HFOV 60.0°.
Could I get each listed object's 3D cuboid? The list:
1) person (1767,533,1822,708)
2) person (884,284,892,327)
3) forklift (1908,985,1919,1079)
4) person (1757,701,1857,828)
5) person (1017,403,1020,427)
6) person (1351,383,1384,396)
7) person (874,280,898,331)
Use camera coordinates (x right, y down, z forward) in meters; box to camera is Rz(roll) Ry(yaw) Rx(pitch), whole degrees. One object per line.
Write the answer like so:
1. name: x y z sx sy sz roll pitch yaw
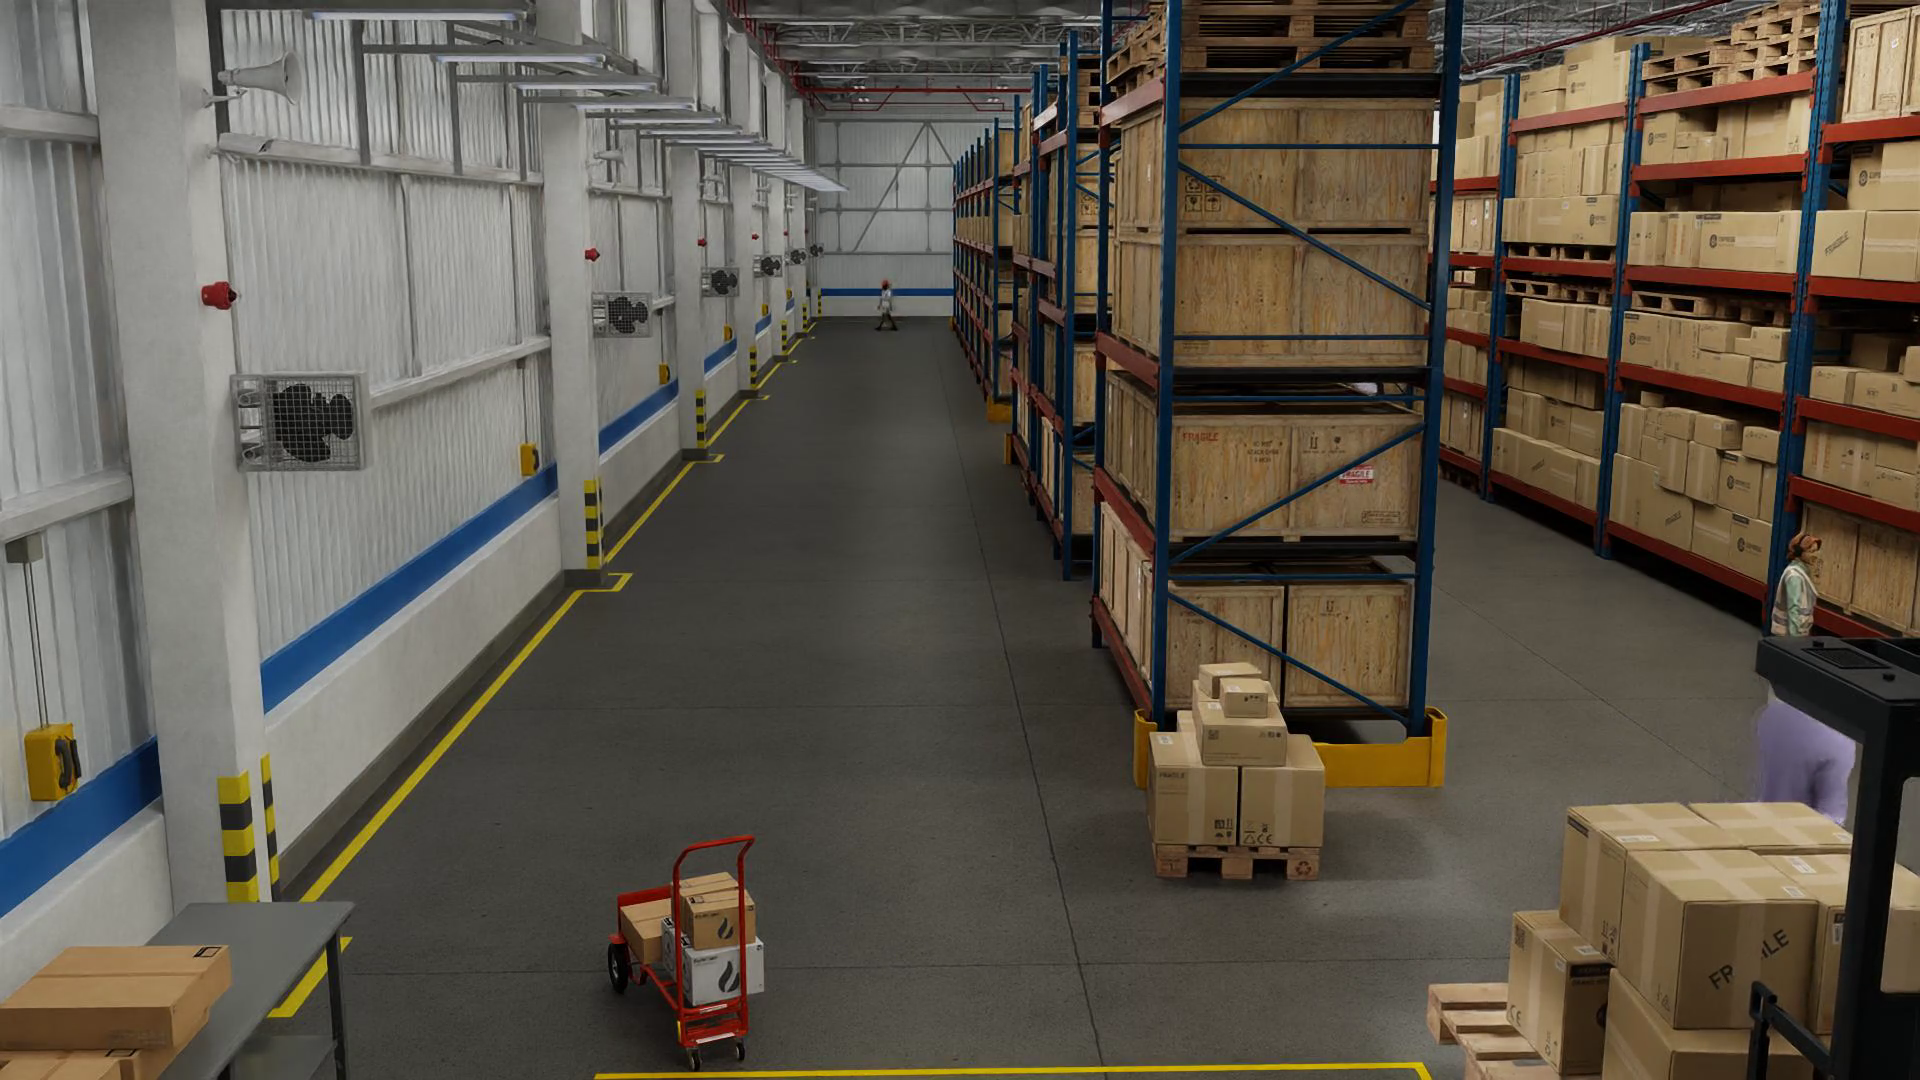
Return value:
1. person: 6.587 0.754 13.171 0.315 1.636 0.515 6 12 27
2. person: -2.763 -9.031 64.075 0.310 1.638 0.522 4 12 21
3. forklift: 3.157 1.766 4.660 1.129 2.768 1.873 0 11 -2
4. person: 4.323 1.515 8.493 0.642 1.918 0.651 -3 11 -16
5. person: 1.519 -3.146 32.992 0.846 1.810 0.653 0 11 -1
6. person: 6.862 -2.220 28.051 0.618 1.858 0.770 7 13 32
7. person: -2.714 -8.663 61.548 1.034 1.893 0.551 -6 12 -27
